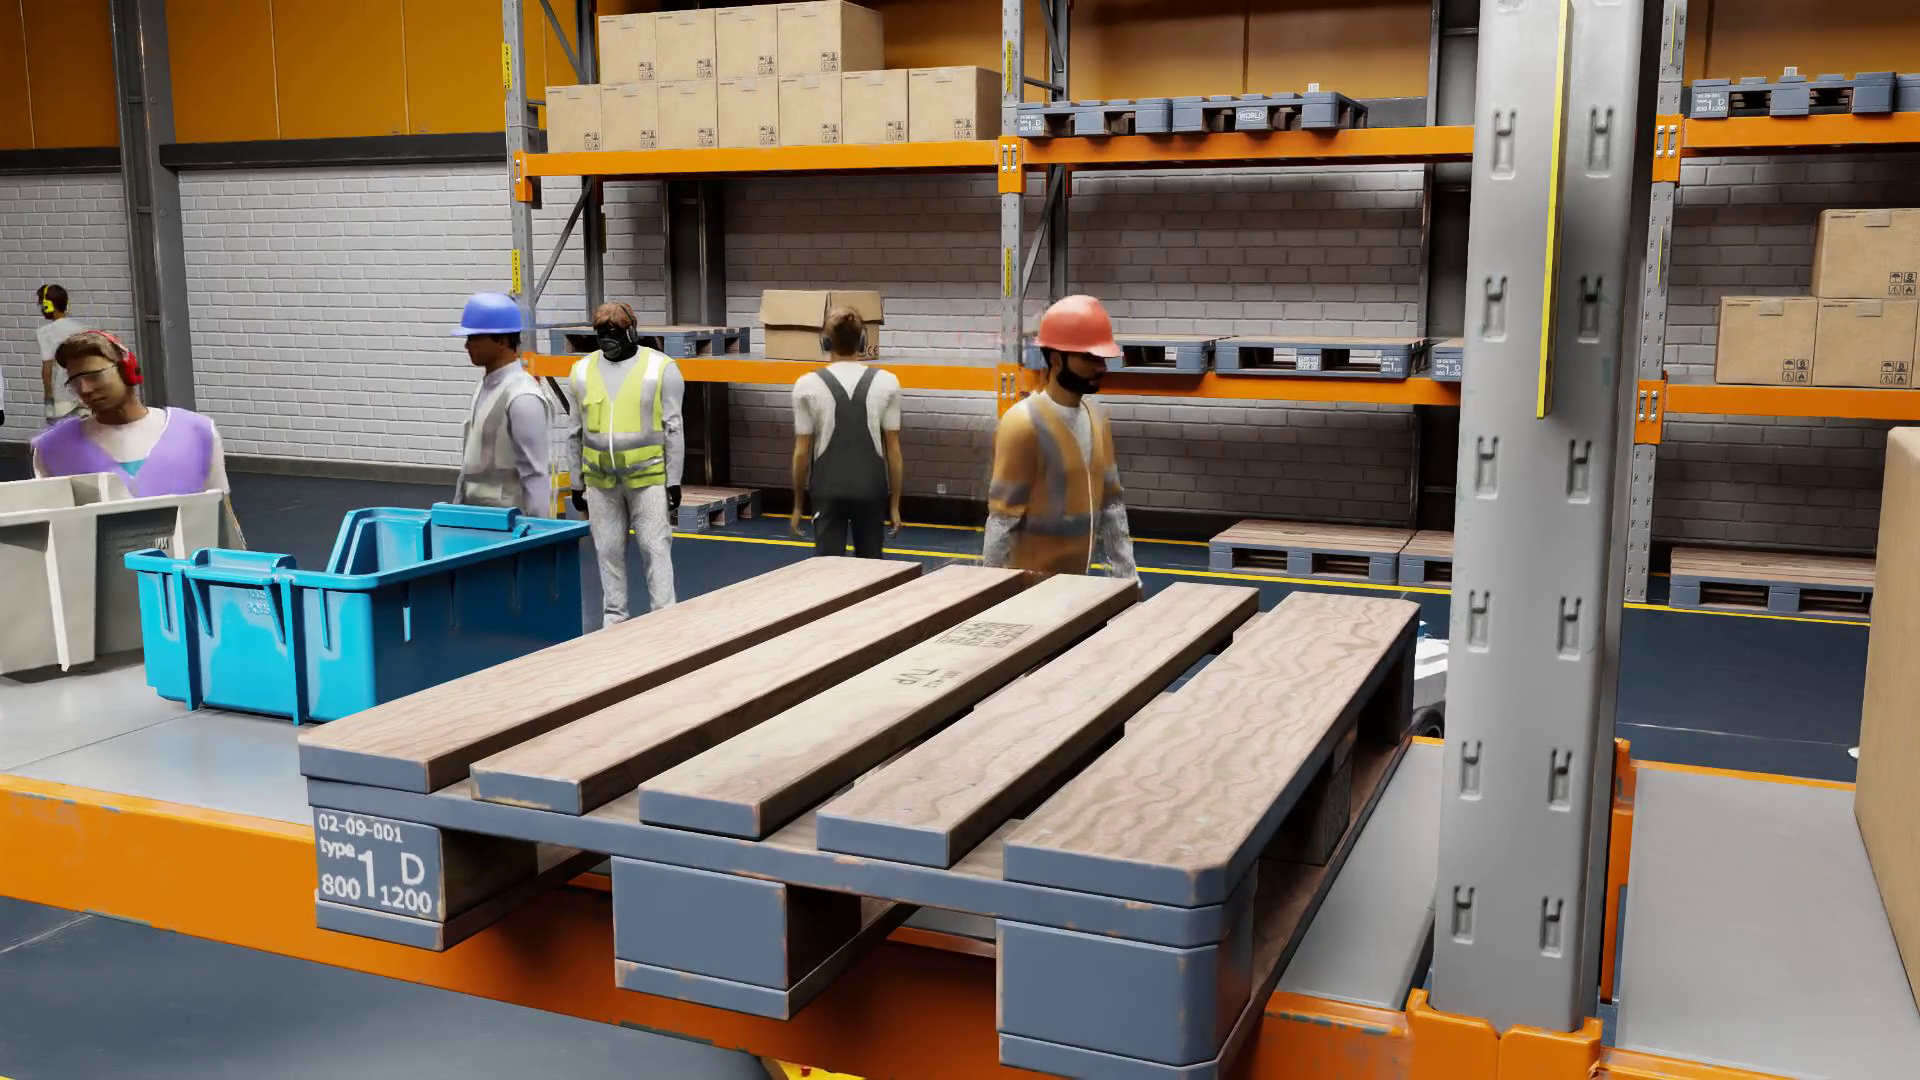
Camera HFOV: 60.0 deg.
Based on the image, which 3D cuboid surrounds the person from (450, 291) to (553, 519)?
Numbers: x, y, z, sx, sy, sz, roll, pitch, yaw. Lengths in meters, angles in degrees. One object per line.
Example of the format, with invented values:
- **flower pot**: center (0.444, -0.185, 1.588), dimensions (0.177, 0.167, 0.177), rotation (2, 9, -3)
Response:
- **person**: center (-1.942, -0.094, 7.042), dimensions (0.774, 1.924, 0.611), rotation (-5, 11, -27)

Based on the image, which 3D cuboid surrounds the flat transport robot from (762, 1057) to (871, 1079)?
- **flat transport robot**: center (-0.367, 1.123, 4.635), dimensions (0.652, 0.197, 1.431), rotation (-4, 10, -24)

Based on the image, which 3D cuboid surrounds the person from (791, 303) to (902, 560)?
- **person**: center (-0.531, -0.187, 7.809), dimensions (0.509, 1.849, 0.398), rotation (-2, 10, -11)

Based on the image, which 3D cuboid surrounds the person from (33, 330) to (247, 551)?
- **person**: center (-2.701, 0.203, 5.572), dimensions (0.636, 1.806, 0.574), rotation (-5, 11, -26)

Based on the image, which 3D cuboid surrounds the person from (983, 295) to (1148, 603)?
- **person**: center (0.366, 0.146, 5.590), dimensions (0.626, 1.912, 0.575), rotation (6, 11, 32)

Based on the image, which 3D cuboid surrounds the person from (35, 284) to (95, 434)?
- **person**: center (-7.162, -1.121, 13.374), dimensions (0.554, 1.844, 0.548), rotation (5, 11, 30)

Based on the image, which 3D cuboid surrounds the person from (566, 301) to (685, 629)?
- **person**: center (-1.723, -0.310, 8.571), dimensions (0.637, 1.832, 0.429), rotation (1, 10, 9)

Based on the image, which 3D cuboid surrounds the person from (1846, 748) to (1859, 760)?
- **person**: center (4.052, -0.034, 6.729), dimensions (0.673, 1.922, 0.598), rotation (1, 10, 7)

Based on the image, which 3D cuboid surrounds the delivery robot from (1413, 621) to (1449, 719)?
- **delivery robot**: center (1.845, 0.570, 6.817), dimensions (0.707, 0.478, 0.477), rotation (-9, 13, -43)

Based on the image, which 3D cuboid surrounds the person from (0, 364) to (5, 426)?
- **person**: center (-7.648, -1.011, 12.719), dimensions (0.626, 1.846, 0.429), rotation (-5, 11, -25)
